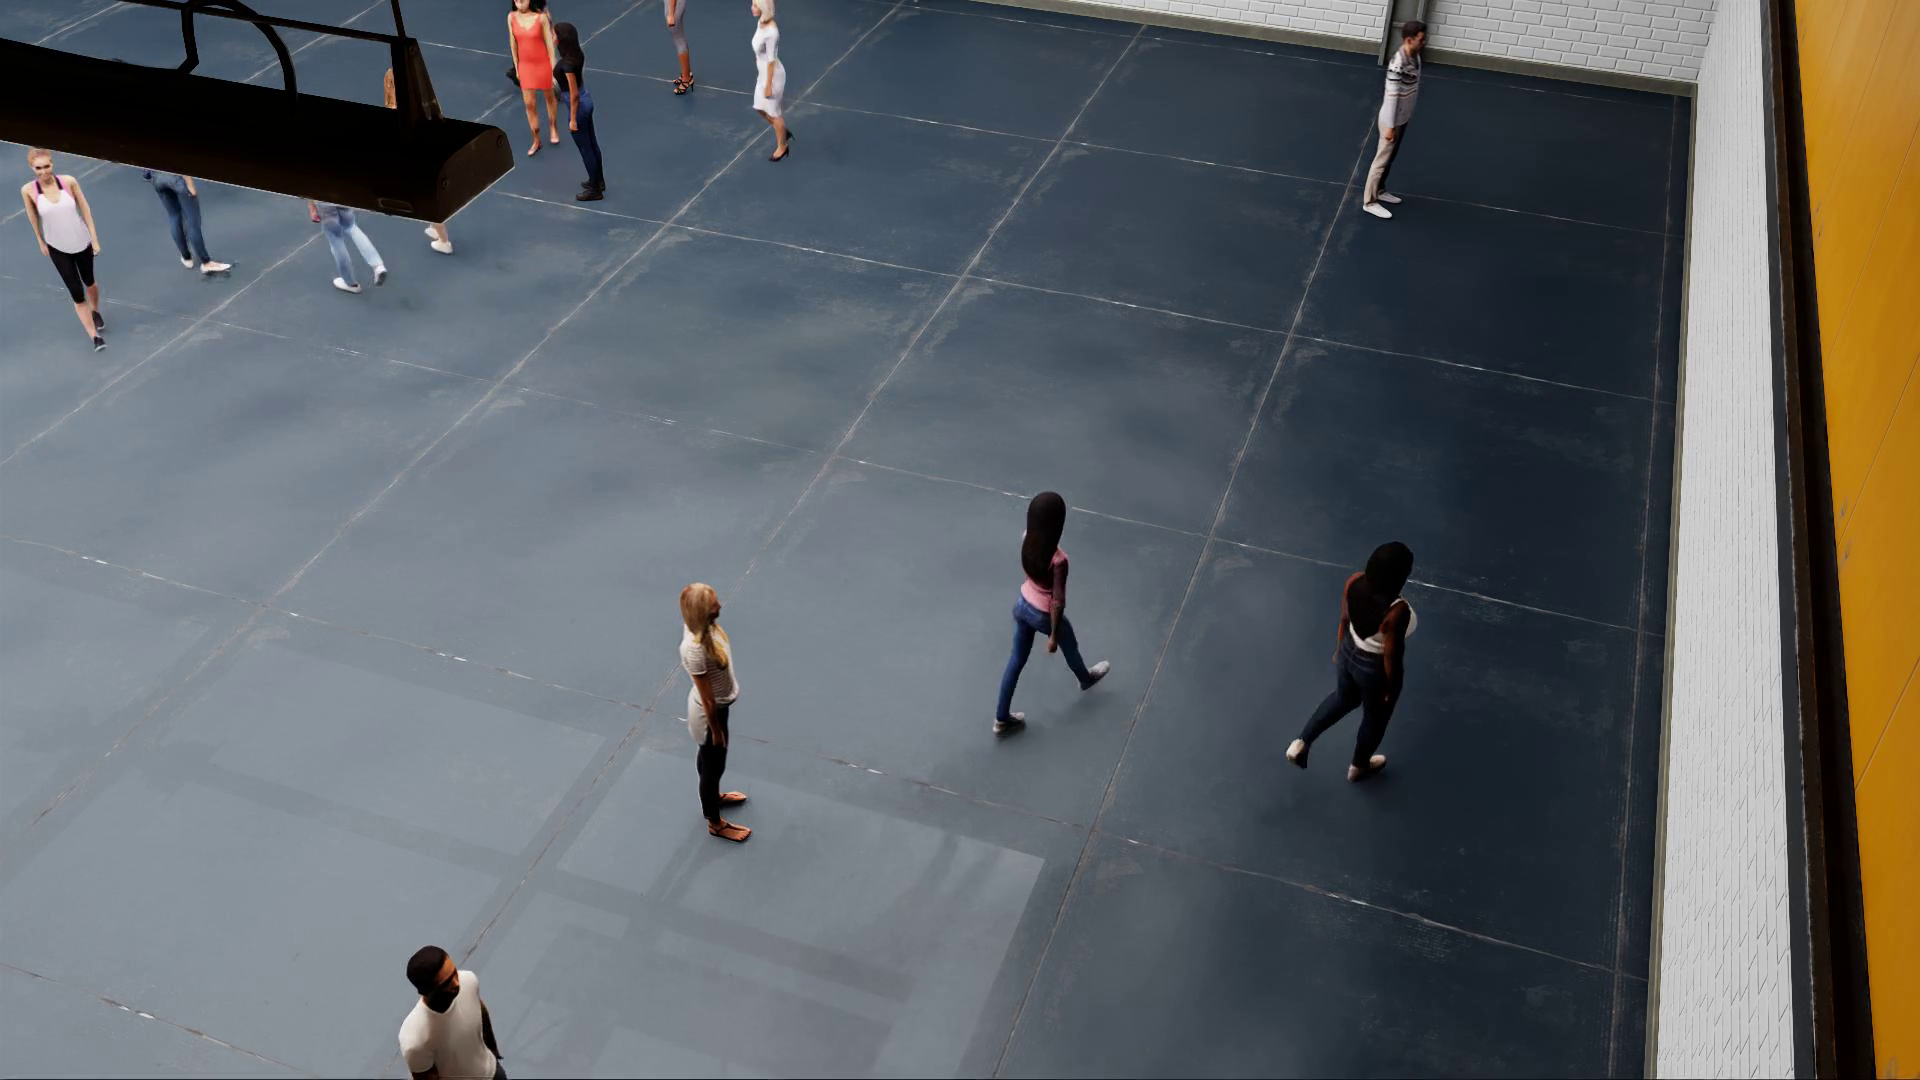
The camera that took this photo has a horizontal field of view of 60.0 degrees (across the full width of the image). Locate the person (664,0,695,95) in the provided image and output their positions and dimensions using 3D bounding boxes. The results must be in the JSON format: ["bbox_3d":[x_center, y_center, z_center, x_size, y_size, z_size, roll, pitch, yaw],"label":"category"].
[{"bbox_3d":[-3.048,-5.684,17.824,0.649,1.781,0.656,-3,39,-4],"label":"person"}]

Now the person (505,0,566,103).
[{"bbox_3d":[-4.607,-5.470,17.690,1.018,1.615,0.633,9,39,11],"label":"person"}]

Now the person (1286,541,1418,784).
[{"bbox_3d":[2.312,0.773,9.729,1.019,1.794,0.971,-17,42,-21],"label":"person"}]

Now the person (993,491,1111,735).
[{"bbox_3d":[0.422,0.486,10.168,1.029,1.695,1.147,-27,46,-29],"label":"person"}]

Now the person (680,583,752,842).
[{"bbox_3d":[-1.428,0.959,9.470,0.693,1.826,0.696,-6,39,-7],"label":"person"}]

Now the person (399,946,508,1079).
[{"bbox_3d":[-2.314,2.481,7.586,0.609,1.799,0.653,15,41,17],"label":"person"}]

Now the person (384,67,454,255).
[{"bbox_3d":[-4.796,-3.380,14.970,0.804,1.743,0.731,26,45,29],"label":"person"}]

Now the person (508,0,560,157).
[{"bbox_3d":[-4.264,-4.807,16.794,0.866,1.697,0.844,-4,39,-4],"label":"person"}]

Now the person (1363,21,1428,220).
[{"bbox_3d":[4.091,-3.989,15.639,0.570,1.860,0.705,17,42,20],"label":"person"}]

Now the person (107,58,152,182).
[{"bbox_3d":[-8.043,-4.100,16.273,0.672,1.242,0.512,14,41,17],"label":"person"}]

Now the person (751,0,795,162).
[{"bbox_3d":[-1.802,-4.596,16.497,0.768,1.737,0.713,-12,40,-15],"label":"person"}]

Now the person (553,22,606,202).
[{"bbox_3d":[-3.627,-4.091,15.864,0.619,1.738,0.630,2,39,3],"label":"person"}]

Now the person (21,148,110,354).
[{"bbox_3d":[-7.398,-2.475,13.840,1.059,1.739,1.187,-20,43,-23],"label":"person"}]
